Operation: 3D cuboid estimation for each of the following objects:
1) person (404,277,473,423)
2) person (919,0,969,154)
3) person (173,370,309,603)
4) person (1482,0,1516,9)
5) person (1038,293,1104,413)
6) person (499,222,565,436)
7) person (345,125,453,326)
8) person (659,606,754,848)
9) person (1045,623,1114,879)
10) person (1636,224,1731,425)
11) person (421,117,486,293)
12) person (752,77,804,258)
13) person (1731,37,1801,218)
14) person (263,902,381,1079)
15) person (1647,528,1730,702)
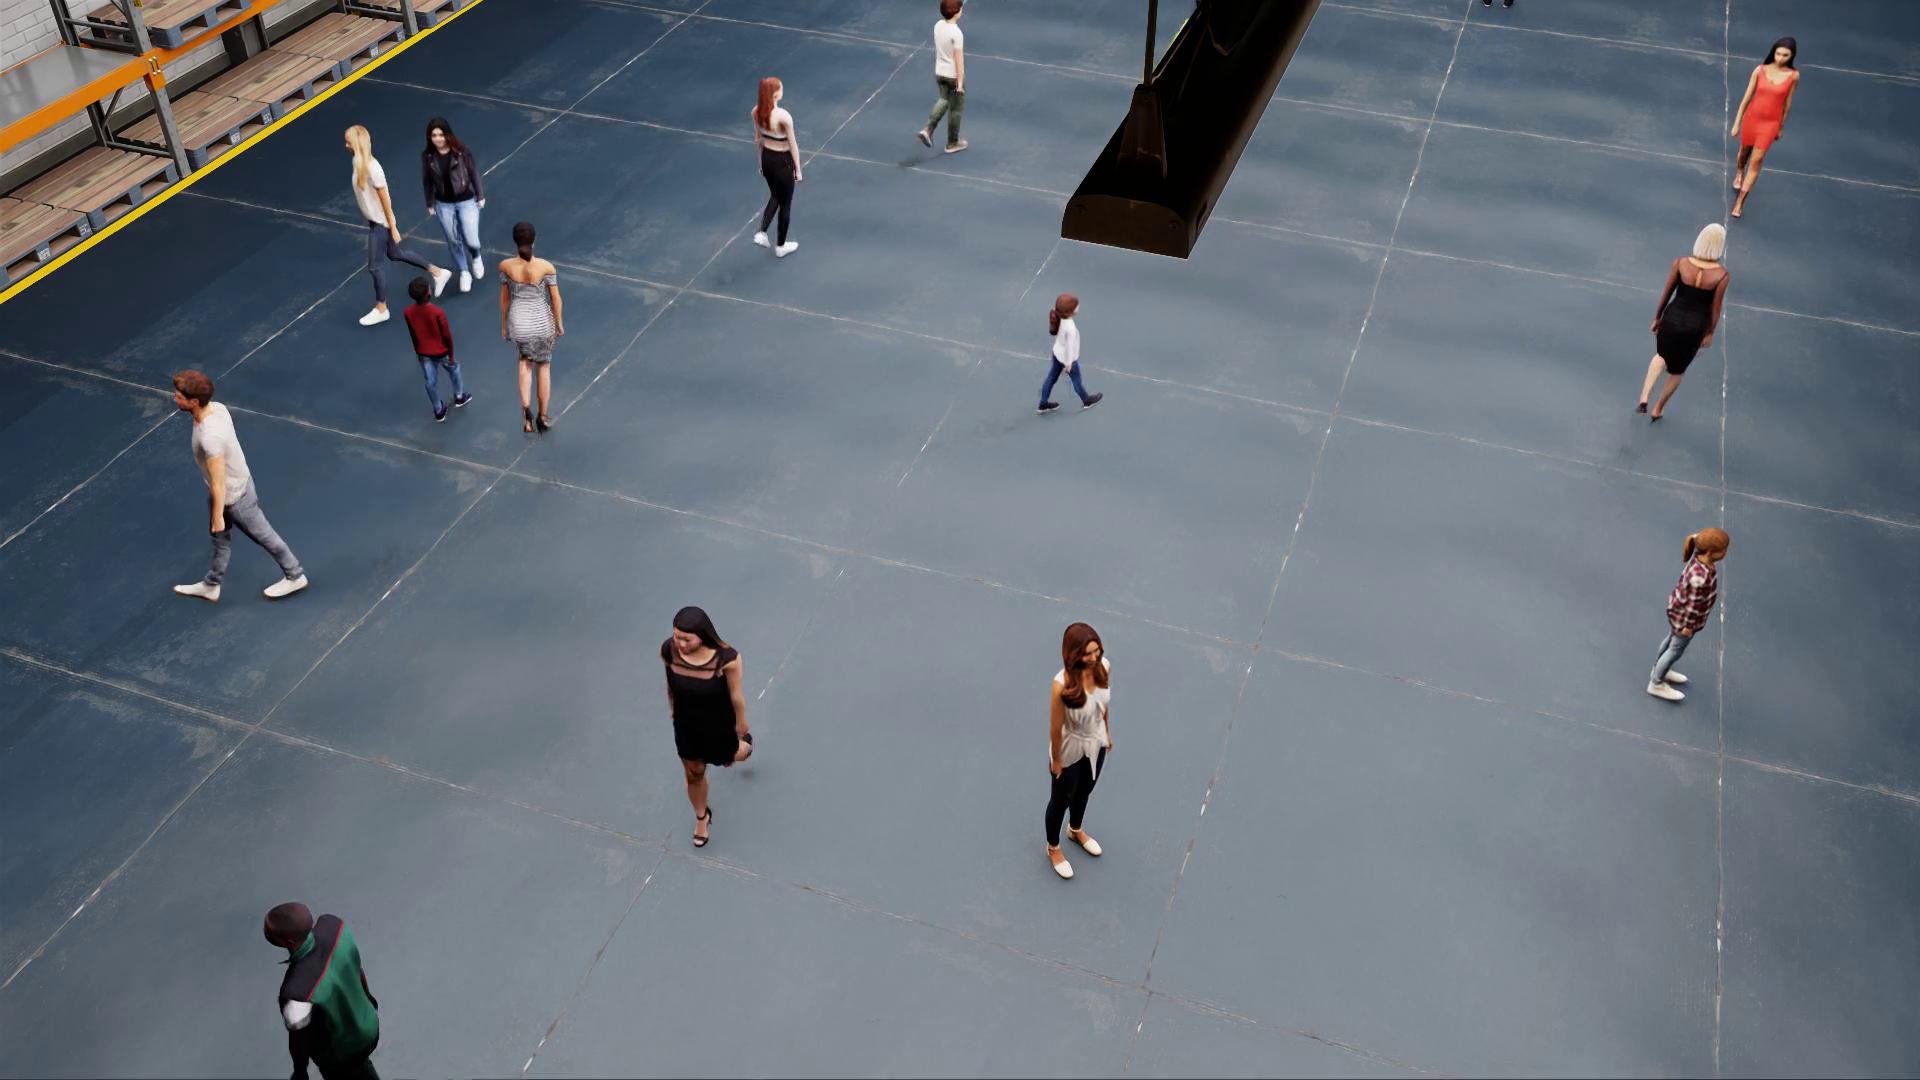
[{"bbox_3d":[-4.201,-1.488,13.202,0.604,1.244,0.687,-1,39,-1],"label":"person"},{"bbox_3d":[-0.168,-4.692,16.896,0.925,1.643,0.792,-29,47,-31],"label":"person"},{"bbox_3d":[-4.836,-0.344,11.273,1.184,1.865,1.119,-17,42,-20],"label":"person"},{"bbox_3d":[6.661,-7.359,20.108,0.631,1.801,0.574,8,39,10],"label":"person"},{"bbox_3d":[0.790,-1.480,13.320,0.792,1.086,0.741,-15,41,-18],"label":"person"},{"bbox_3d":[-3.308,-1.551,12.836,0.783,1.801,0.853,-3,39,-4],"label":"person"},{"bbox_3d":[-4.901,-2.749,14.358,1.212,1.774,1.048,-23,44,-26],"label":"person"},{"bbox_3d":[-1.450,1.008,9.716,0.704,1.695,1.002,9,40,11],"label":"person"},{"bbox_3d":[0.659,1.166,9.446,0.628,1.785,0.737,-27,46,-30],"label":"person"},{"bbox_3d":[5.612,-1.614,12.969,0.709,1.733,0.769,26,46,29],"label":"person"},{"bbox_3d":[-4.486,-3.026,14.823,0.759,1.627,0.775,-4,39,-5],"label":"person"},{"bbox_3d":[-1.726,-3.343,15.134,0.705,1.733,0.790,27,46,30],"label":"person"},{"bbox_3d":[7.720,-4.036,16.043,0.697,1.682,1.151,18,42,21],"label":"person"},{"bbox_3d":[-2.869,2.363,7.918,0.857,1.823,0.741,-1,39,-1],"label":"person"},{"bbox_3d":[4.680,0.454,10.721,0.593,1.307,0.463,15,41,18],"label":"person"}]
